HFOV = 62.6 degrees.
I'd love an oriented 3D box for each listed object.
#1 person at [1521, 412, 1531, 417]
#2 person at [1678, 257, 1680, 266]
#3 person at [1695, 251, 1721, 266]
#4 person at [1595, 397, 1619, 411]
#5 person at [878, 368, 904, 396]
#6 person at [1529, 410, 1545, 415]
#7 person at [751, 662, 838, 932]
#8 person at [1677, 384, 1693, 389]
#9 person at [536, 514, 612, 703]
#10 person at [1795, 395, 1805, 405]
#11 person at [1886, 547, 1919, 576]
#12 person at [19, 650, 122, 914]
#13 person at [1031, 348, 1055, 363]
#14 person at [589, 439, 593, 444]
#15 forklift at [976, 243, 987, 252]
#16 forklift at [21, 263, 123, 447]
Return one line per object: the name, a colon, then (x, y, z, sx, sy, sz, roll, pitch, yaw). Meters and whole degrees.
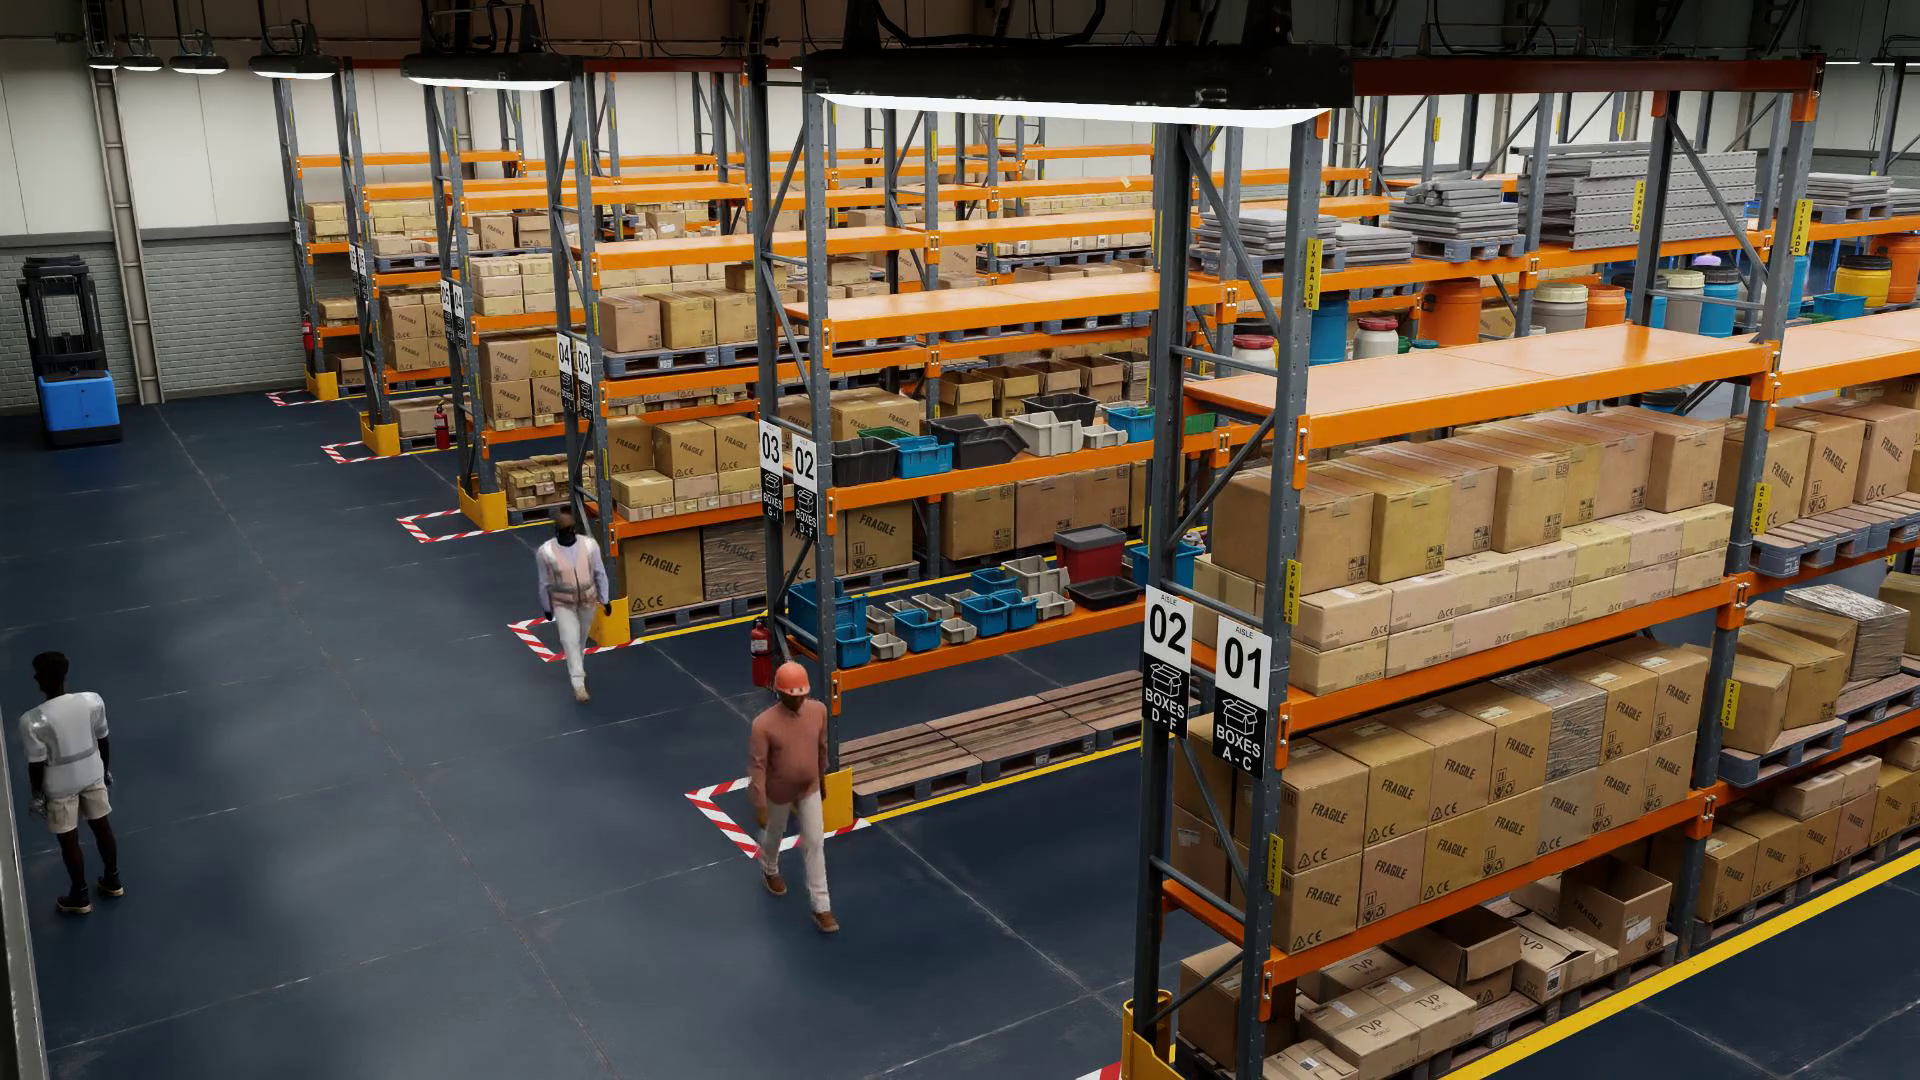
person: (7.321, -0.990, 20.748, 0.931, 1.721, 0.538, -11, 20, -33)
person: (15.689, -5.240, 34.380, 0.399, 1.903, 0.668, -5, 18, -17)
person: (17.556, -6.060, 37.195, 0.592, 1.822, 0.509, 12, 21, 35)
person: (9.943, -2.081, 23.877, 0.636, 1.980, 0.564, 14, 22, 38)
person: (-1.029, -1.475, 22.078, 0.616, 1.900, 0.720, 16, 23, 42)
person: (8.245, -1.777, 23.045, 1.004, 1.876, 0.604, -10, 20, -30)
person: (-1.217, 1.770, 11.322, 0.649, 1.945, 1.039, -9, 19, -28)
person: (13.539, -3.749, 29.314, 0.644, 2.010, 0.607, 8, 19, 24)
person: (-3.773, 0.599, 15.418, 0.630, 1.804, 0.949, -10, 19, -29)
person: (14.687, -3.117, 27.919, 0.824, 1.602, 0.512, 6, 18, 19)
person: (9.935, 0.271, 16.421, 0.404, 1.833, 0.590, -10, 19, -28)
person: (-6.431, 1.741, 11.400, 0.372, 1.959, 0.660, 10, 19, 29)
person: (1.241, -2.074, 23.946, 0.539, 1.929, 0.645, -7, 18, -22)
person: (-5.500, -2.507, 25.431, 1.029, 1.900, 0.612, -9, 19, -27)
forklift: (0.988, -5.474, 34.718, 1.214, 2.155, 2.313, -10, 20, -31)
forklift: (-14.518, -3.079, 25.708, 1.129, 2.768, 1.873, -10, 20, -31)
